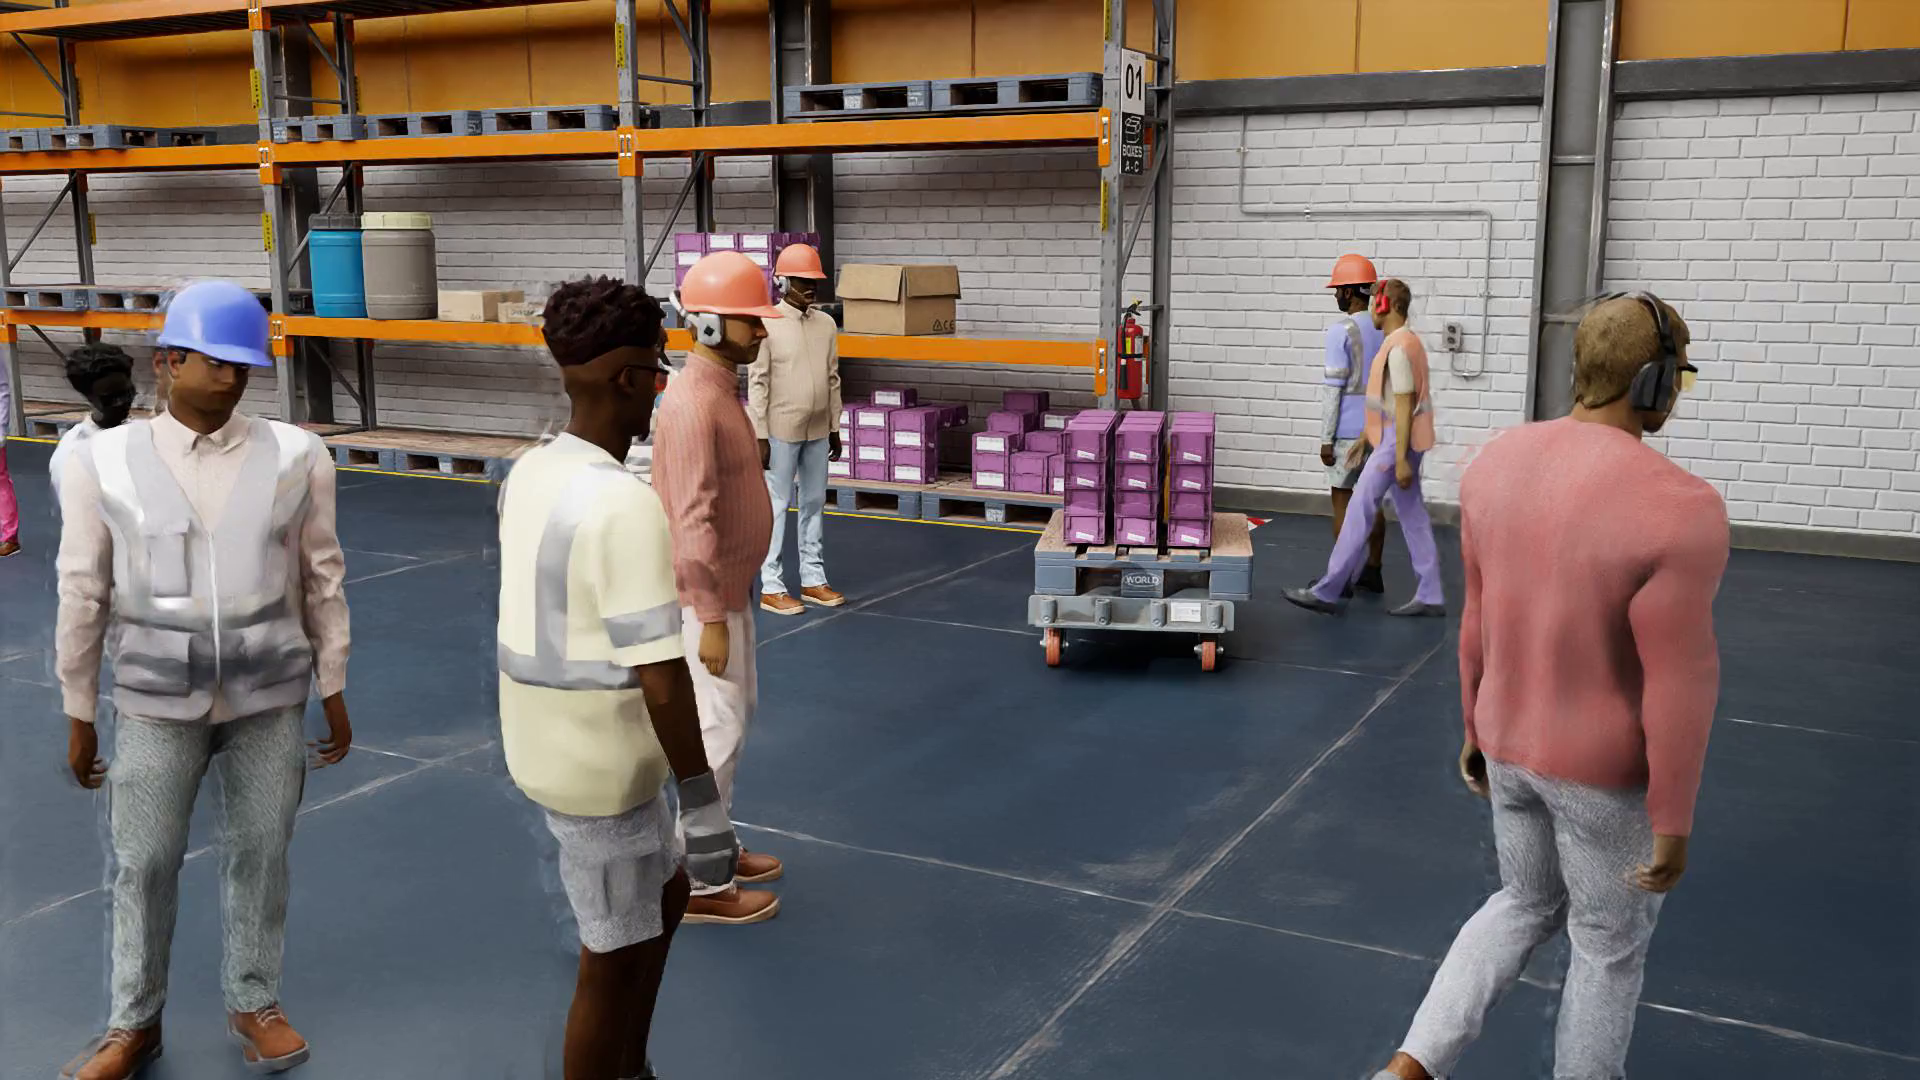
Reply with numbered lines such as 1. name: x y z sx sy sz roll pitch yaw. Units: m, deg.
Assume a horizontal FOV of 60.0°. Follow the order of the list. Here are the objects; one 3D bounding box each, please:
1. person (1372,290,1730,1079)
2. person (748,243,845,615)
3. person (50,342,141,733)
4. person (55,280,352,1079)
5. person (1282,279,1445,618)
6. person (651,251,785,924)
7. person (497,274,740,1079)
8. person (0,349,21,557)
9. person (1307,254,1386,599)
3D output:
1. person: 1.203 0.460 3.379 0.617 1.922 0.645 -6 12 -28
2. person: -0.870 -0.594 8.990 0.399 1.988 0.615 10 14 43
3. person: -3.001 0.126 5.933 0.354 1.660 0.560 0 10 -1
4. person: -1.807 0.365 3.944 0.707 1.921 0.383 -5 12 -27
5. person: 2.203 -0.482 8.883 0.923 1.789 0.563 4 11 20
6. person: -0.704 0.149 4.926 0.409 1.979 0.629 0 10 -1
7. person: -0.645 0.448 3.389 0.551 1.944 0.667 -5 12 -27
8. person: -6.218 -0.700 10.527 0.503 1.633 0.280 4 11 20
9. person: 2.203 -0.632 9.362 0.545 1.930 0.380 -8 13 -36
